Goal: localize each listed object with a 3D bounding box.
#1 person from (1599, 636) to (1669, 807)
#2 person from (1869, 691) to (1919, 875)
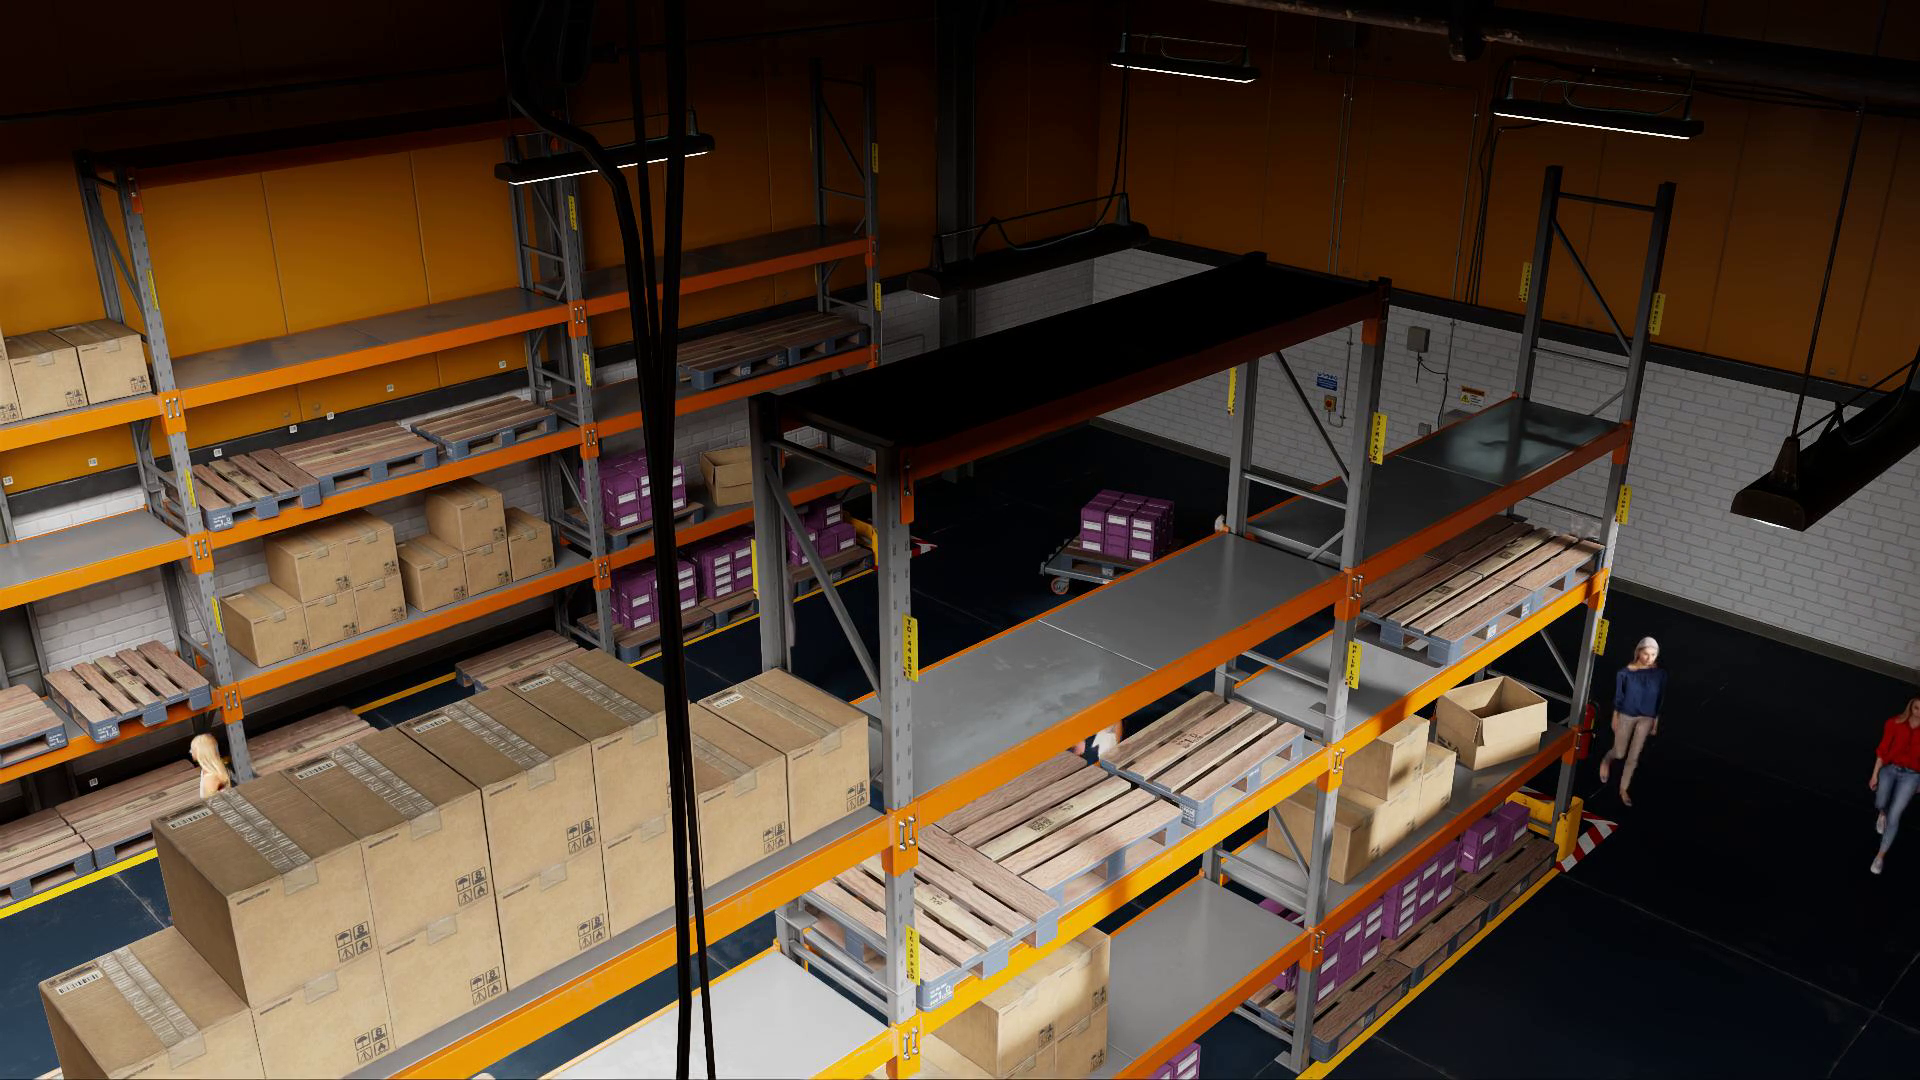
[{"bbox_3d":[6.275,1.634,15.528,0.841,1.687,0.901,0,24,1],"label":"person"},{"bbox_3d":[8.233,2.046,14.596,0.752,1.680,1.138,15,28,31],"label":"person"}]
